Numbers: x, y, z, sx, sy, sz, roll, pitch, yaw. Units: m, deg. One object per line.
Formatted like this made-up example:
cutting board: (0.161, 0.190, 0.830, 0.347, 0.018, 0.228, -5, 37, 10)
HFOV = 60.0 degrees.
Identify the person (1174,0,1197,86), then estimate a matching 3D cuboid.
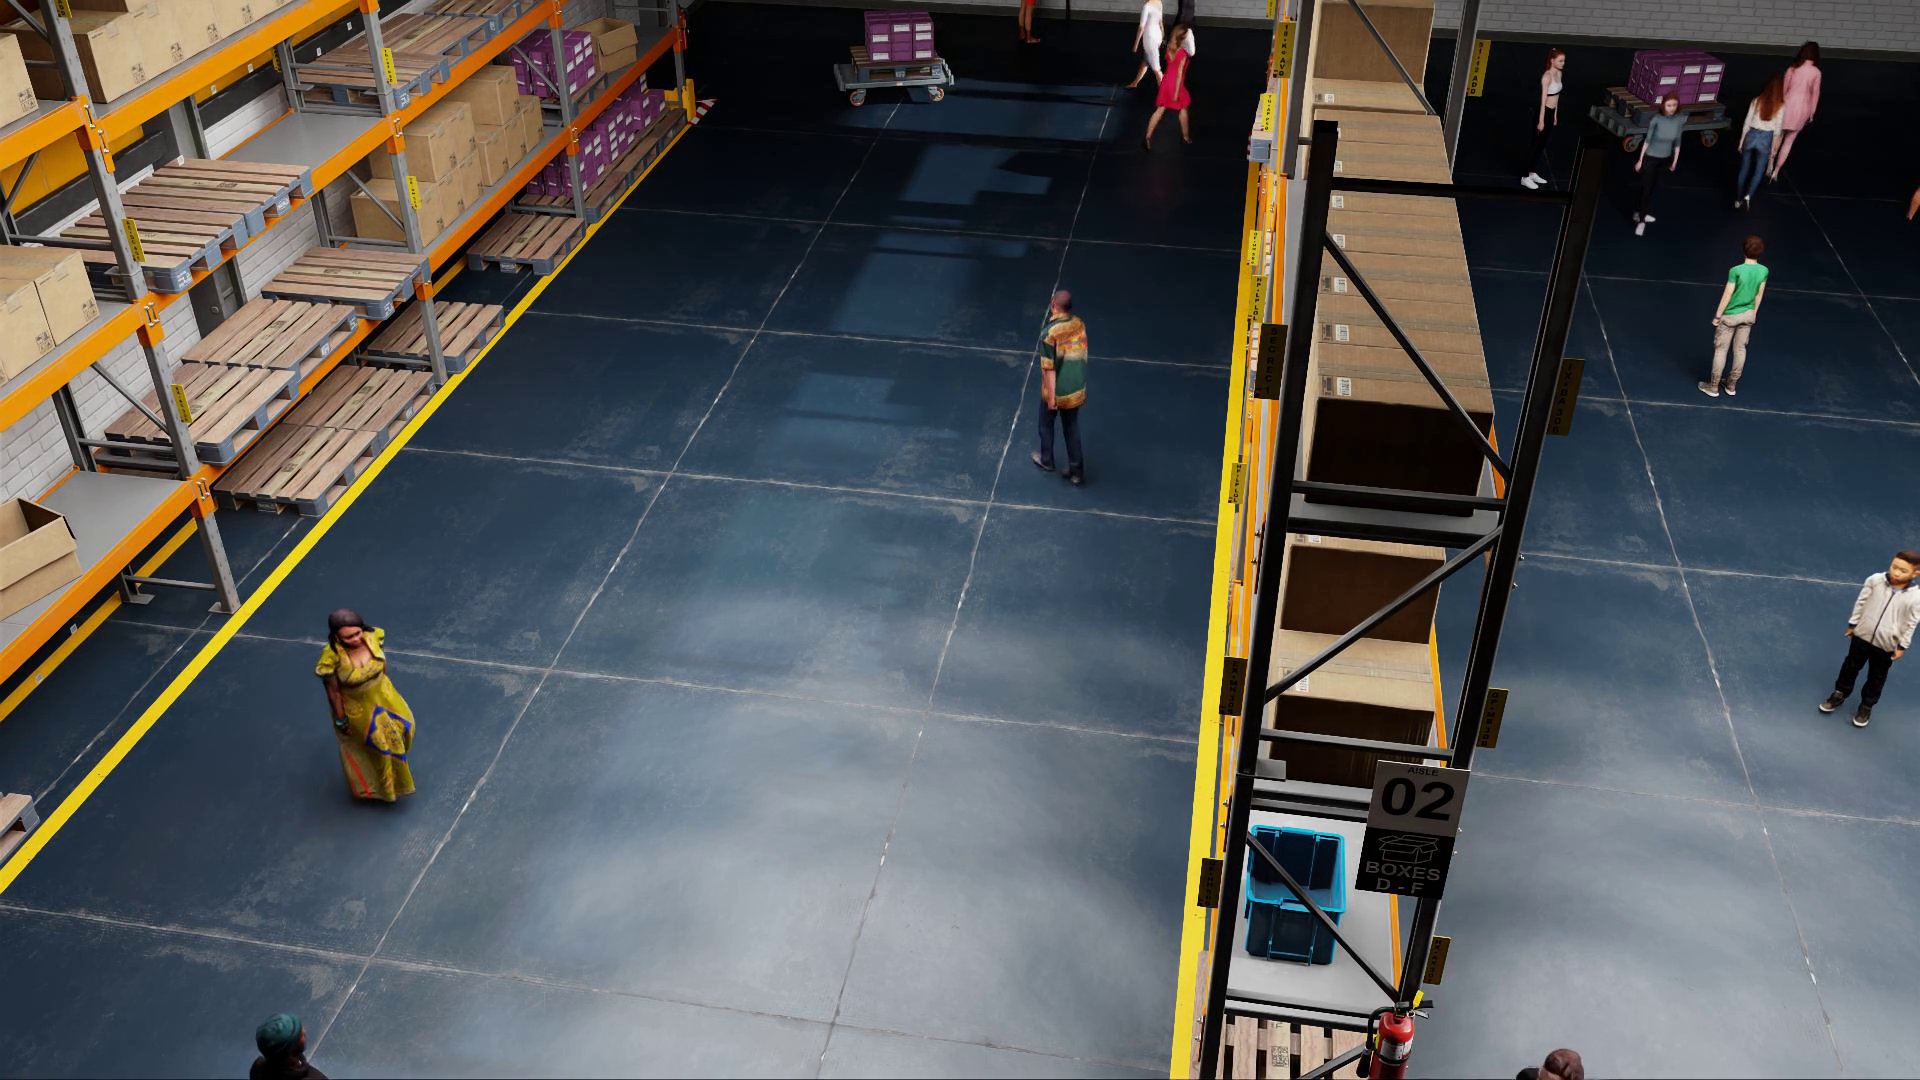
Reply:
person: (3.170, -7.410, 24.102, 0.768, 1.720, 0.634, 10, 35, 14)

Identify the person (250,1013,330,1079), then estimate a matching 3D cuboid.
person: (-3.224, 3.033, 8.305, 0.743, 1.816, 0.707, 18, 37, 24)

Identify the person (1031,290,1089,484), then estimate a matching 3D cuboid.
person: (0.963, -1.323, 14.903, 0.965, 1.766, 1.025, -27, 42, -34)

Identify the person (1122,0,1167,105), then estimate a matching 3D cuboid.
person: (2.777, -6.991, 23.497, 1.031, 1.691, 1.128, 21, 39, 28)

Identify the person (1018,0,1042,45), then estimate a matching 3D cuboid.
person: (1.070, -8.643, 25.958, 0.723, 1.719, 0.629, -15, 36, -21)

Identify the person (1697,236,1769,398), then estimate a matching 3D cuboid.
person: (7.627, -2.195, 16.318, 0.649, 1.651, 0.621, -4, 34, -6)

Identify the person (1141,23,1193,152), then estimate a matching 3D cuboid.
person: (2.715, -5.916, 21.898, 1.095, 1.671, 1.028, -21, 39, -28)

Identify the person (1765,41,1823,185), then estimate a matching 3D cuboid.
person: (10.463, -5.333, 20.915, 0.717, 1.788, 0.738, 20, 38, 27)

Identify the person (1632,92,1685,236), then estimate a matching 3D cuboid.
person: (8.240, -4.471, 19.686, 0.780, 1.714, 0.868, -7, 34, -11)

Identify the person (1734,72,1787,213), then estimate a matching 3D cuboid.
person: (9.656, -4.785, 20.158, 0.771, 1.713, 0.982, 17, 37, 24)

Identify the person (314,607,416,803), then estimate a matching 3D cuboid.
person: (-4.136, 1.092, 11.386, 1.025, 1.637, 0.965, 22, 40, 30)

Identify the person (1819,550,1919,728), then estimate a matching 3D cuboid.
person: (6.720, 0.687, 12.160, 0.661, 1.455, 0.685, 28, 42, 35)

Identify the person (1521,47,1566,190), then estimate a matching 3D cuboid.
person: (7.352, -5.320, 20.938, 0.729, 1.742, 0.632, 27, 42, 35)
